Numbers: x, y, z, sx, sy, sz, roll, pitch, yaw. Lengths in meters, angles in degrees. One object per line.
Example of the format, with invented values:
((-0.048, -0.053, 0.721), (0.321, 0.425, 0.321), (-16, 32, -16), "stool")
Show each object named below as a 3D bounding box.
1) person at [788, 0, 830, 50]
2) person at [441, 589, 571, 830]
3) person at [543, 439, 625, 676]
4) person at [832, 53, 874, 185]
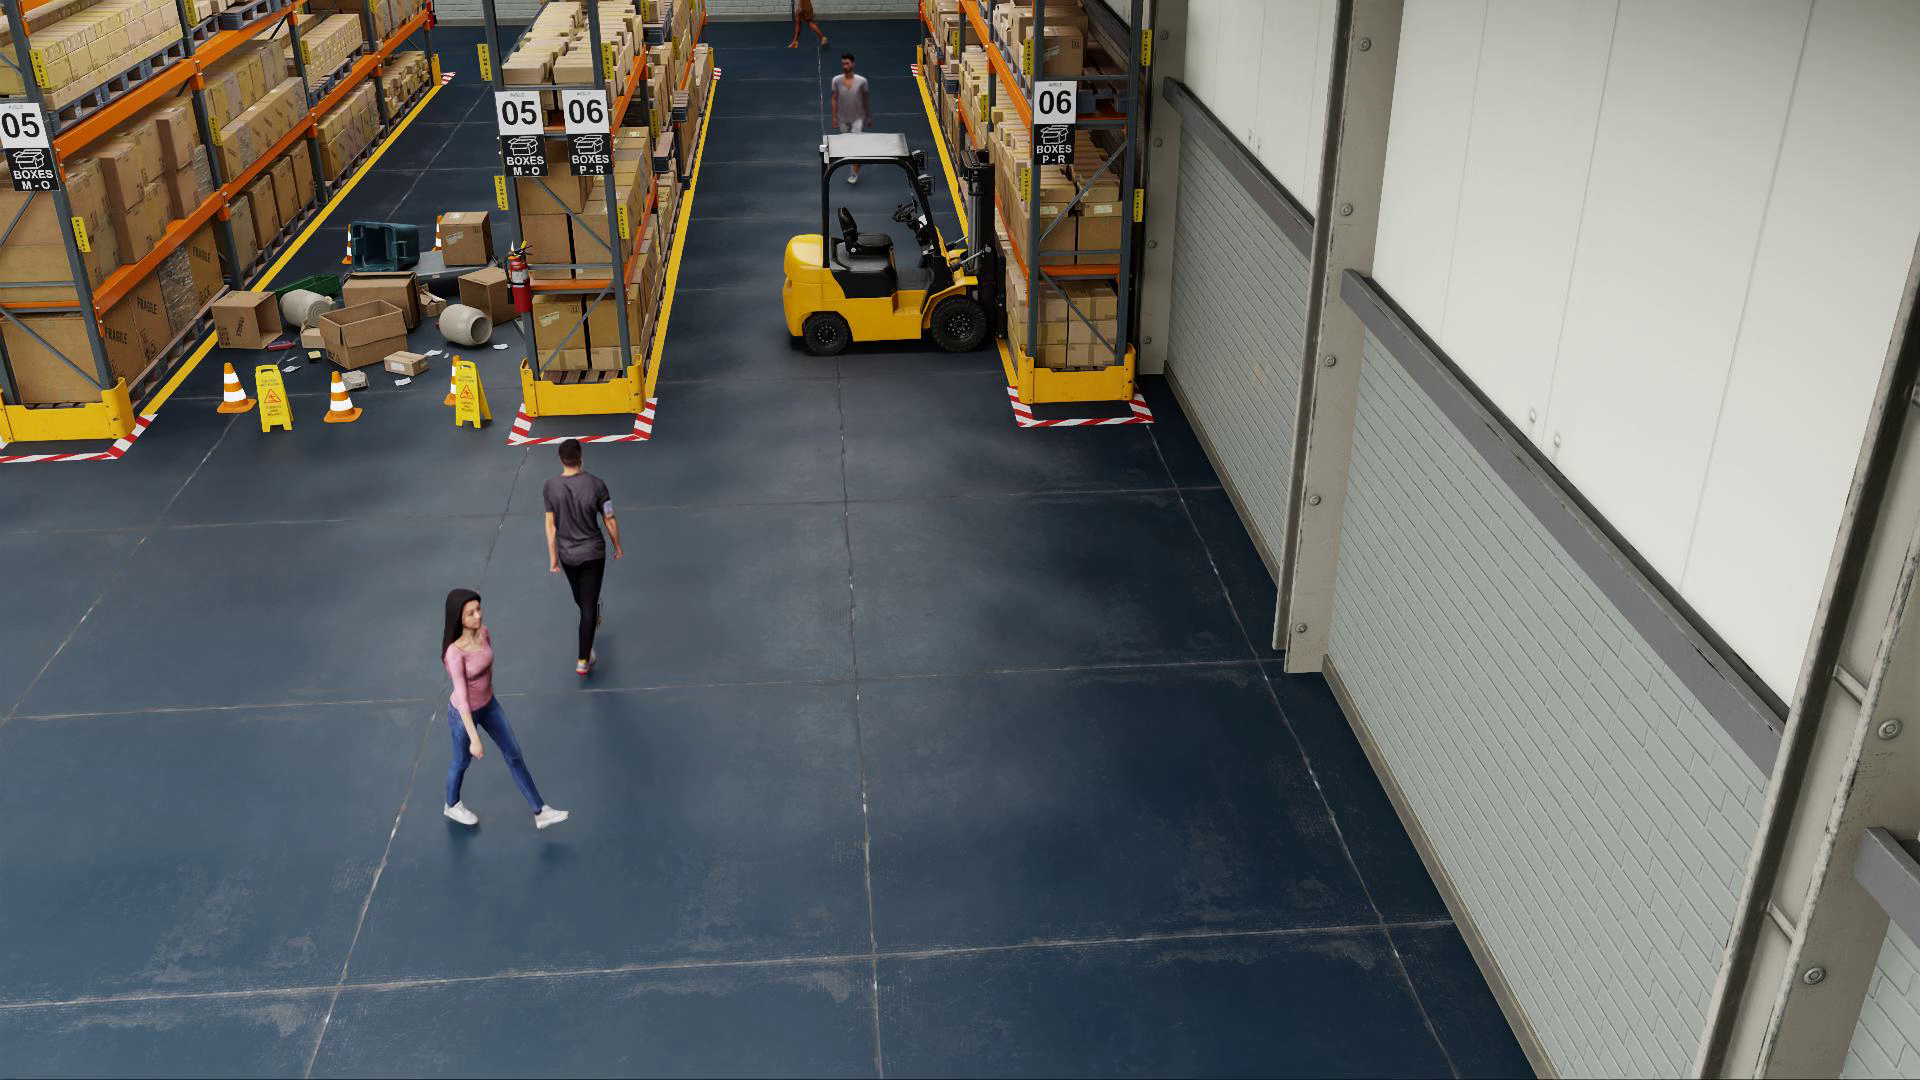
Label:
((-2.981, -10.483, 32.753), (0.698, 1.642, 1.015), (3, 27, 5), "person")
((-3.063, 1.064, 10.263), (0.990, 1.703, 1.130), (9, 29, 18), "person")
((-2.747, 0.160, 12.010), (0.719, 1.710, 1.168), (0, 27, 0), "person")
((-1.556, -6.138, 24.136), (0.932, 1.807, 1.317), (2, 27, 5), "person")
